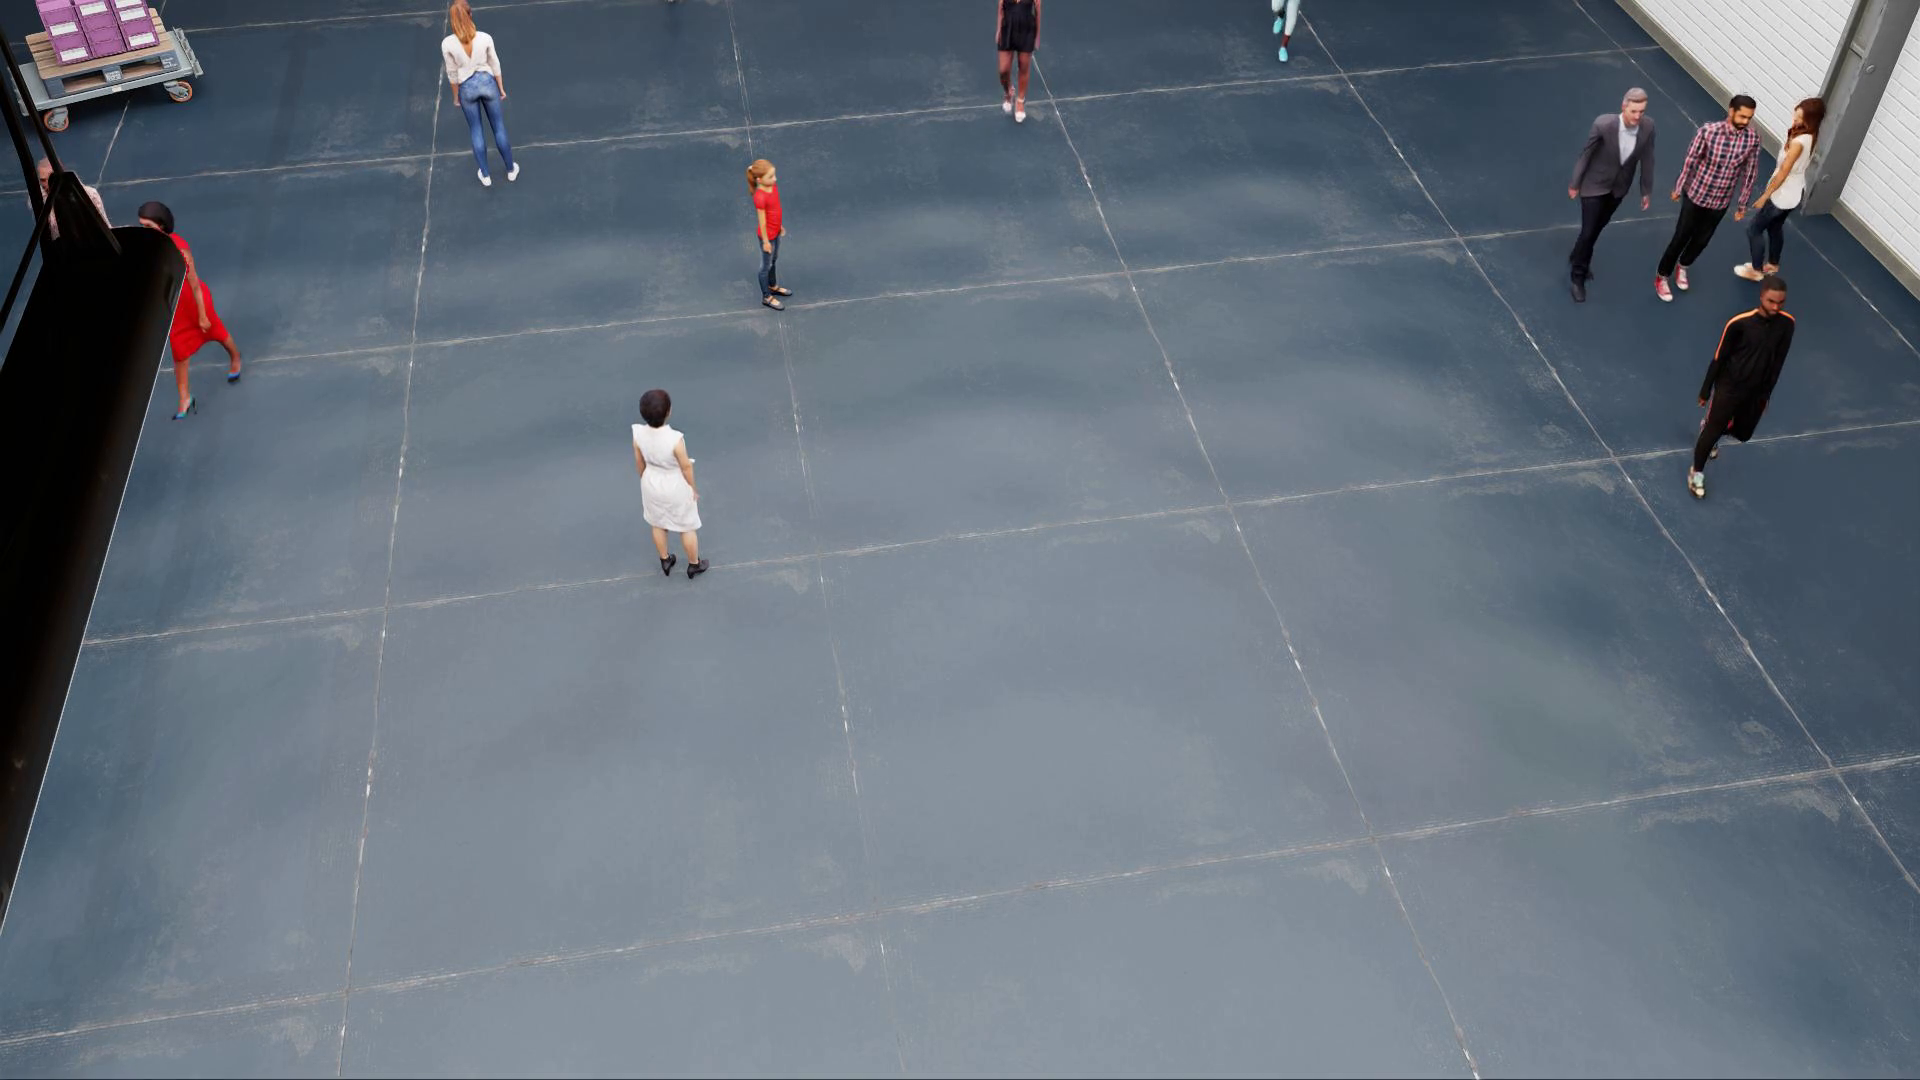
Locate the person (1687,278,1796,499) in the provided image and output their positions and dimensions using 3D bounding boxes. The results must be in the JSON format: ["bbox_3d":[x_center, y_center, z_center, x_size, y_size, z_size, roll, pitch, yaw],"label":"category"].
[{"bbox_3d":[5.459,-1.131,11.701,0.732,1.794,0.879,1,44,1],"label":"person"}]

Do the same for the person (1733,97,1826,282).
[{"bbox_3d":[6.724,-2.791,13.483,0.715,1.742,0.770,-34,53,-30],"label":"person"}]

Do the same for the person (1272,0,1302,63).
[{"bbox_3d":[3.300,-5.643,16.497,0.743,1.712,0.895,7,44,7],"label":"person"}]

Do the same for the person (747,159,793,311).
[{"bbox_3d":[-1.556,-2.502,13.491,0.627,1.311,0.543,11,45,12],"label":"person"}]

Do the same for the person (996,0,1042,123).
[{"bbox_3d":[0.543,-4.754,15.520,0.647,1.774,0.683,3,44,3],"label":"person"}]

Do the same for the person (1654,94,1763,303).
[{"bbox_3d":[6.091,-2.843,13.533,0.847,1.748,0.883,9,44,9],"label":"person"}]

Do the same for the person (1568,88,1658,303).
[{"bbox_3d":[5.235,-2.929,13.577,0.759,1.810,0.868,-10,44,-10],"label":"person"}]

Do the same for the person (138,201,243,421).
[{"bbox_3d":[-5.731,-1.805,12.476,0.896,1.701,1.177,9,44,10],"label":"person"}]

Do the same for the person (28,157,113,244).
[{"bbox_3d":[-6.697,-2.177,12.808,0.728,1.783,1.061,-10,45,-10],"label":"person"}]

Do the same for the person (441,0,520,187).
[{"bbox_3d":[-4.265,-3.961,14.727,0.637,1.719,0.555,-13,45,-13],"label":"person"}]

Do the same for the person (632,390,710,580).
[{"bbox_3d":[-1.941,-0.354,11.061,0.633,1.553,0.644,11,45,11],"label":"person"}]
